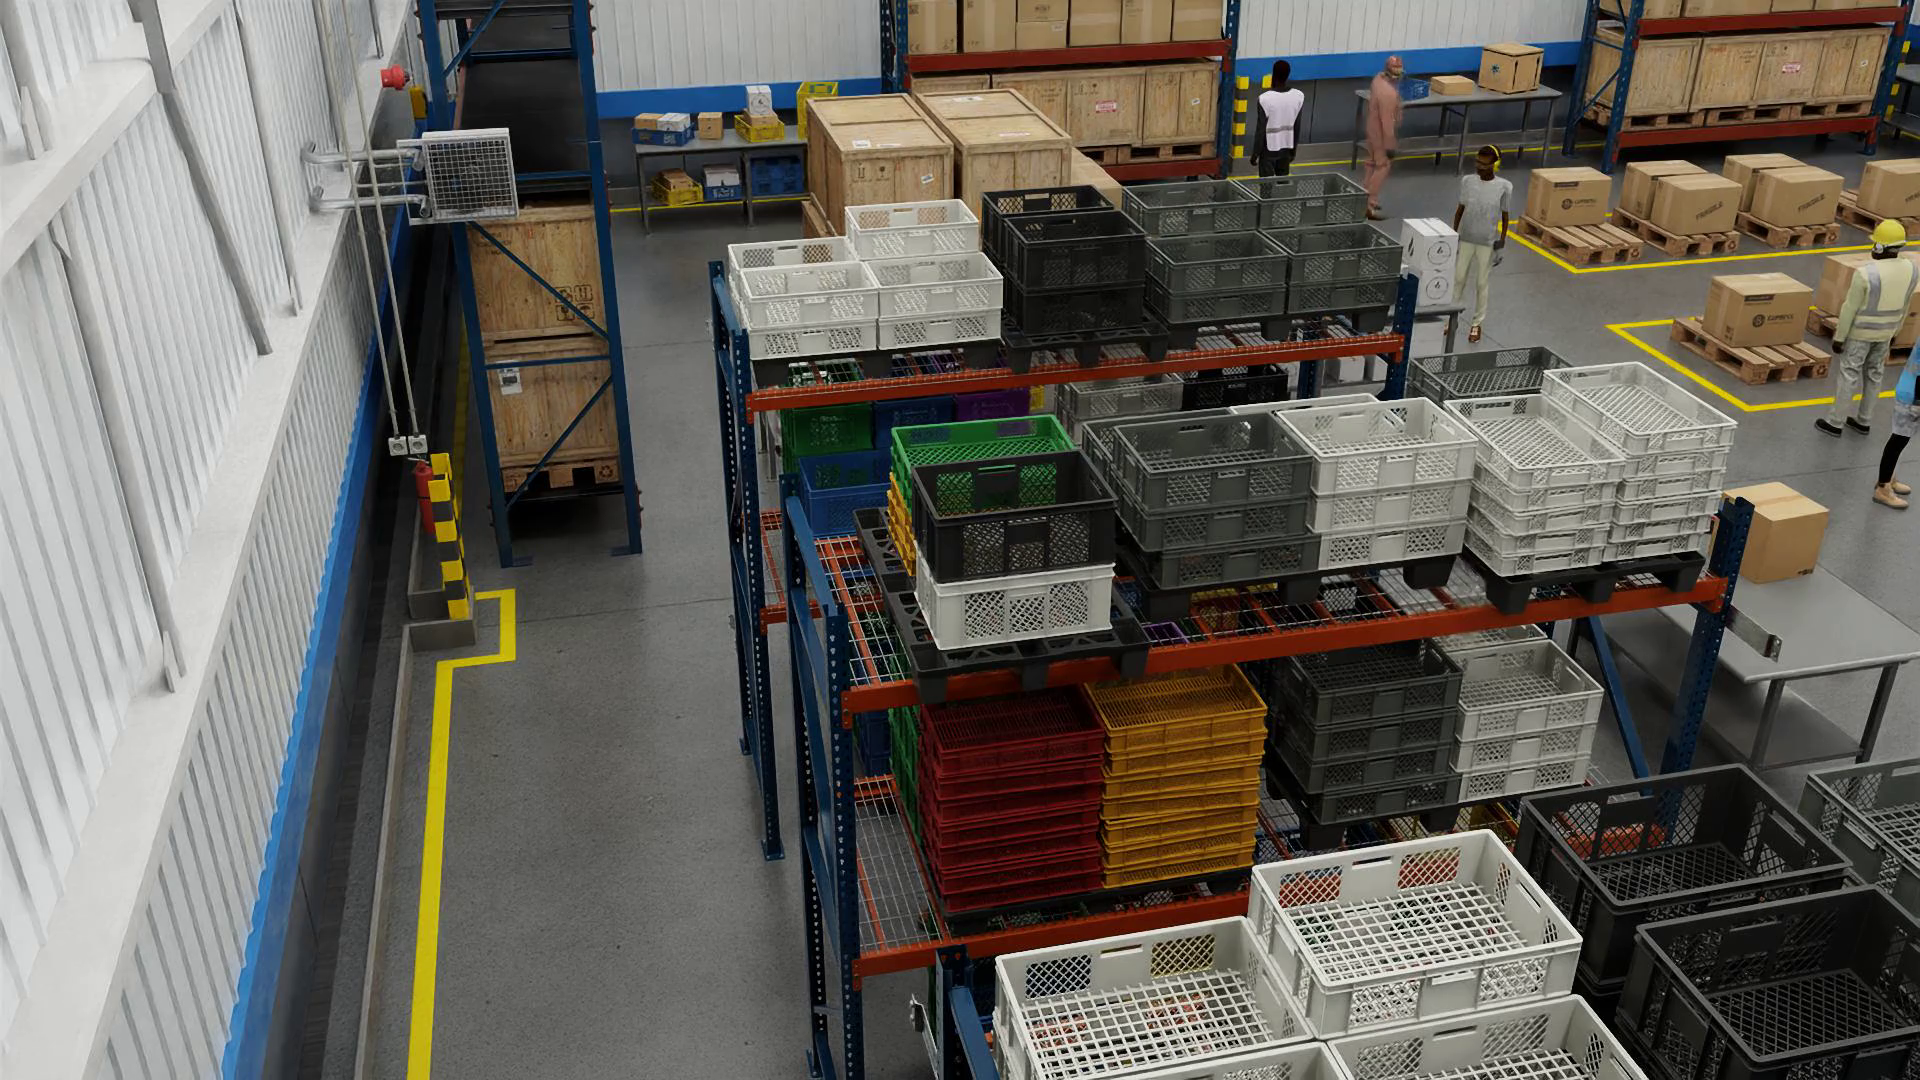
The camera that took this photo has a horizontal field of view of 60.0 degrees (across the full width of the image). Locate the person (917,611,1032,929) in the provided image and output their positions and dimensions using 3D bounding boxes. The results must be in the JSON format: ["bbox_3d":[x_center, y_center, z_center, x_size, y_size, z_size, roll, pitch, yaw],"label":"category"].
[{"bbox_3d":[0.054,1.137,8.085,0.632,1.940,0.372,21,34,34],"label":"person"}]

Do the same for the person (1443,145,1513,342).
[{"bbox_3d":[4.853,-2.783,15.601,0.535,1.863,0.312,17,32,29],"label":"person"}]

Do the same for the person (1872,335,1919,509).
[{"bbox_3d":[7.232,-1.083,12.550,0.322,1.697,0.534,18,33,30],"label":"person"}]

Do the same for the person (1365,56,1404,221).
[{"bbox_3d":[4.870,-4.643,19.147,0.430,1.864,0.725,1,28,2],"label":"person"}]

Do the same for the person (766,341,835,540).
[{"bbox_3d":[-1.084,-0.657,11.549,0.574,1.882,0.358,20,34,33],"label":"person"}]

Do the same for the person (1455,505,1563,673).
[{"bbox_3d":[3.559,-0.004,10.381,0.743,1.808,0.667,8,29,15],"label":"person"}]

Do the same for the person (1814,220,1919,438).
[{"bbox_3d":[7.436,-1.719,13.629,0.596,1.827,0.403,-6,28,-11],"label":"person"}]

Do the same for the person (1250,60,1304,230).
[{"bbox_3d":[3.524,-4.371,18.556,0.596,1.918,0.386,-13,30,-23],"label":"person"}]
